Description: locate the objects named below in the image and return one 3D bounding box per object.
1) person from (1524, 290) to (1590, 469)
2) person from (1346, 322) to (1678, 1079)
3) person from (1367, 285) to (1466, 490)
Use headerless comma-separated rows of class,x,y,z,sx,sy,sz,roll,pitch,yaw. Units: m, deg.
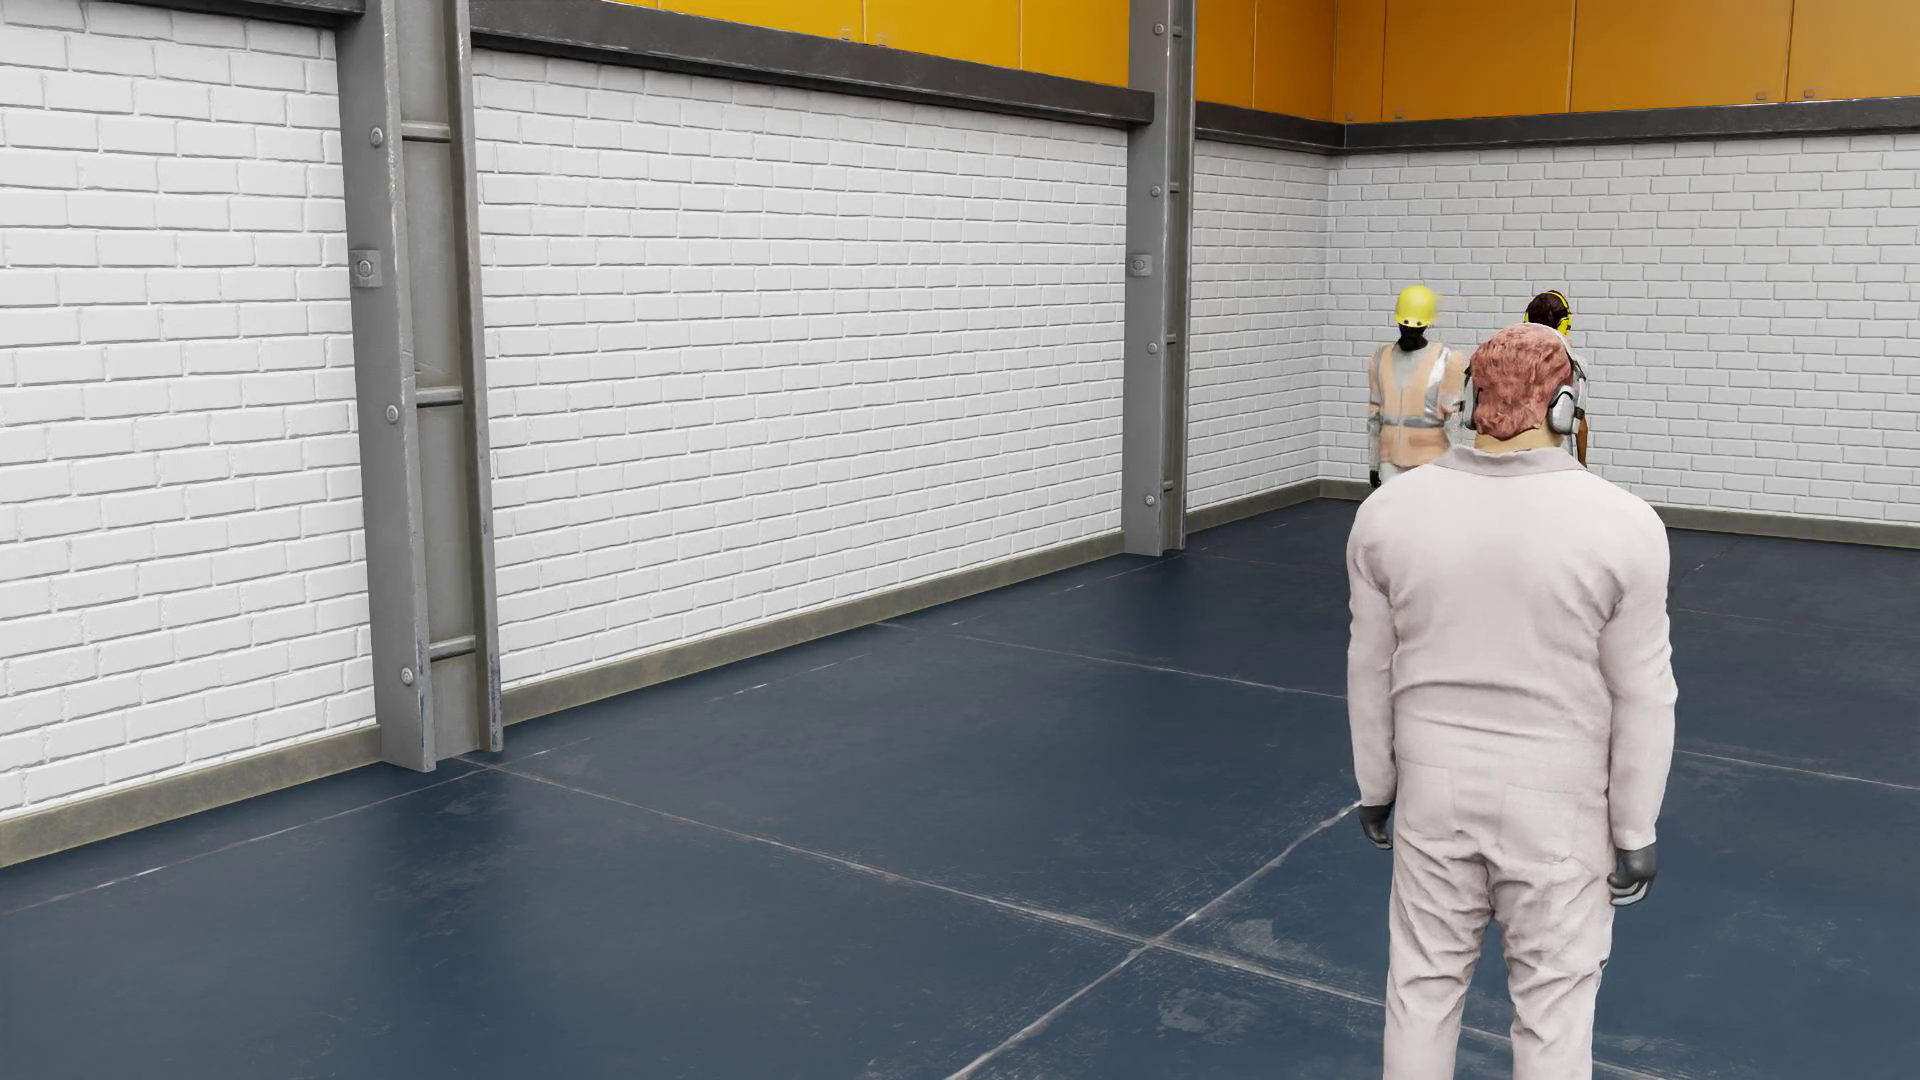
person,3.013,-0.353,8.647,0.514,1.873,0.329,7,12,35
person,1.106,0.518,3.373,0.638,1.903,0.408,7,12,35
person,2.527,-0.460,9.211,0.598,1.891,0.581,9,13,44
